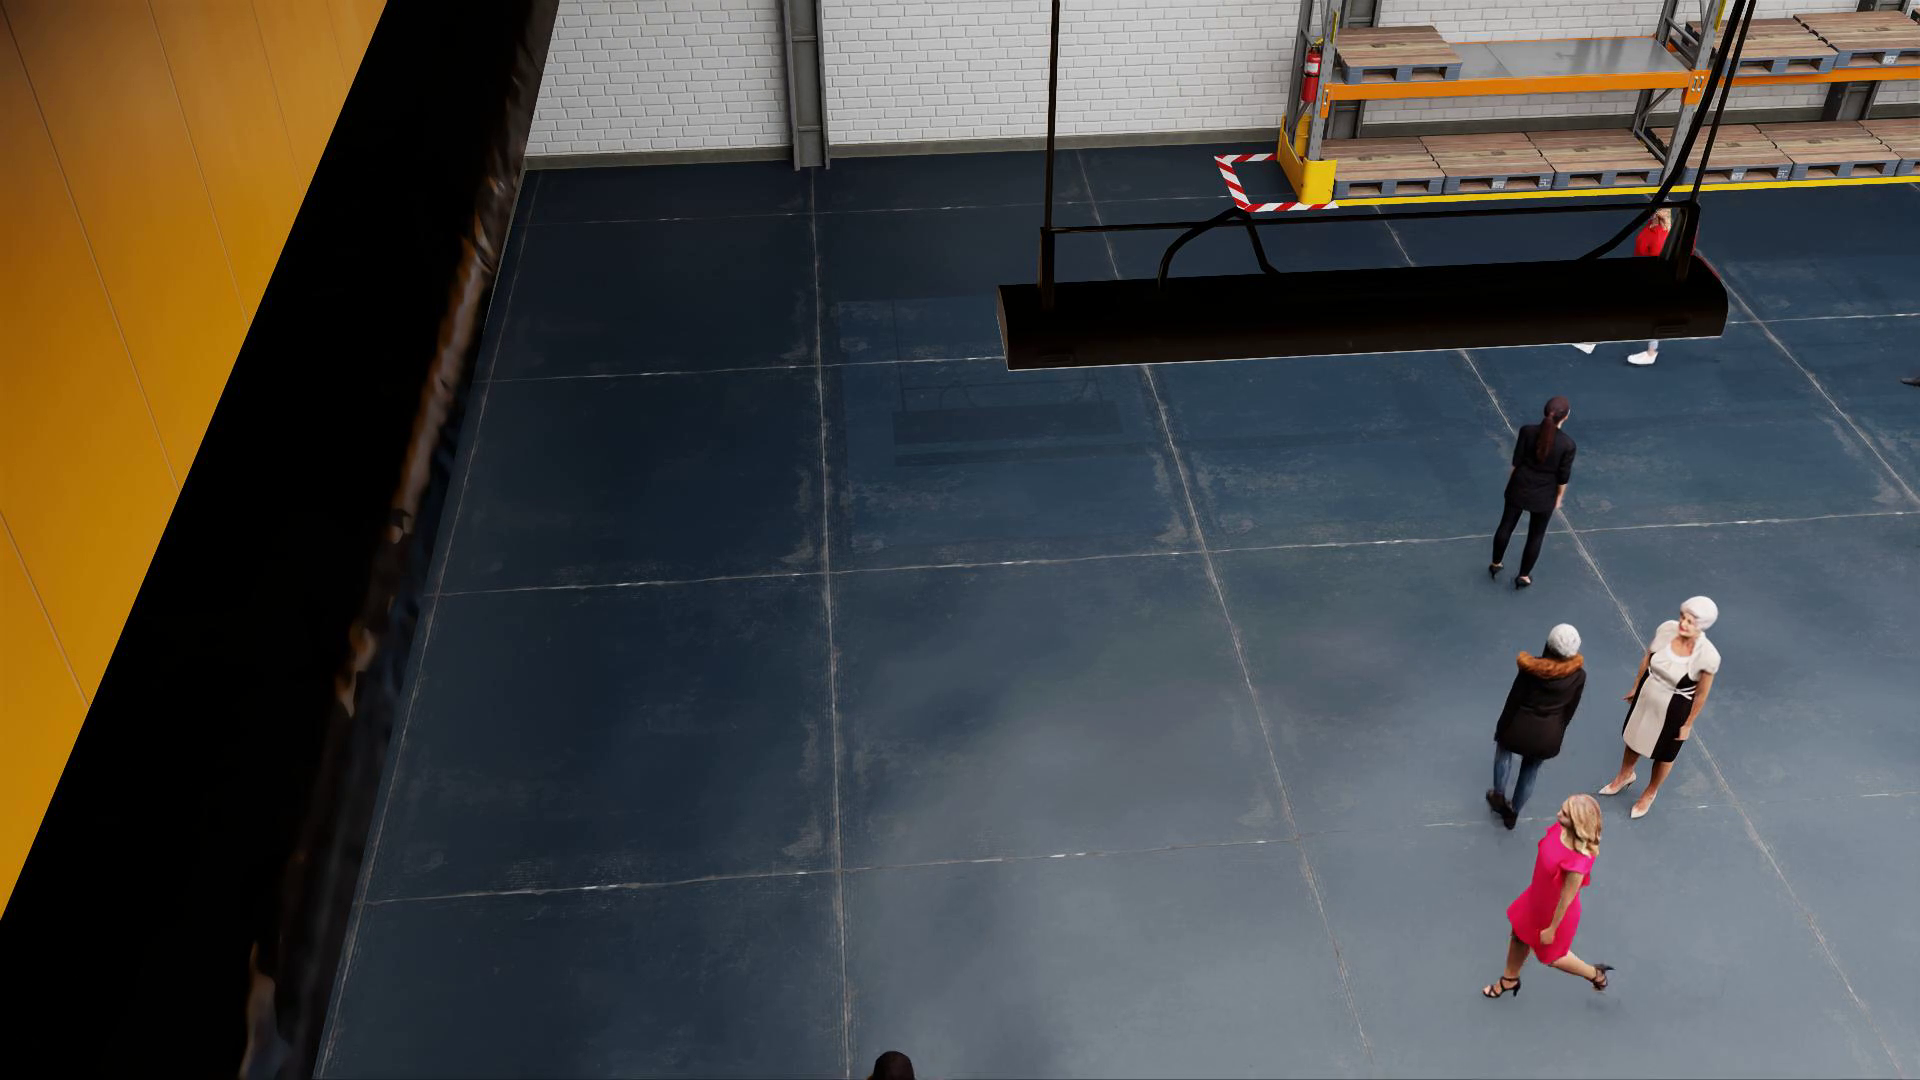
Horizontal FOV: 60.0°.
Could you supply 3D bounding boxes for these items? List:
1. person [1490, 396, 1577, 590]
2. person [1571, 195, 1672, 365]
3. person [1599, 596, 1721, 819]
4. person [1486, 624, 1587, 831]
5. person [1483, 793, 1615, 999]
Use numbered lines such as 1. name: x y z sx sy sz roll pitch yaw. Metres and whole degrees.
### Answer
1. person: 4.271 -0.352 12.434 0.666 1.658 0.736 25 45 28
2. person: 6.202 -2.288 14.849 1.065 1.668 0.730 3 39 4
3. person: 4.491 1.055 10.594 0.688 1.756 0.707 -21 43 -24
4. person: 3.622 1.234 10.475 0.604 1.623 0.741 4 39 6
5. person: 3.424 2.072 9.359 0.921 1.706 0.617 0 39 0
